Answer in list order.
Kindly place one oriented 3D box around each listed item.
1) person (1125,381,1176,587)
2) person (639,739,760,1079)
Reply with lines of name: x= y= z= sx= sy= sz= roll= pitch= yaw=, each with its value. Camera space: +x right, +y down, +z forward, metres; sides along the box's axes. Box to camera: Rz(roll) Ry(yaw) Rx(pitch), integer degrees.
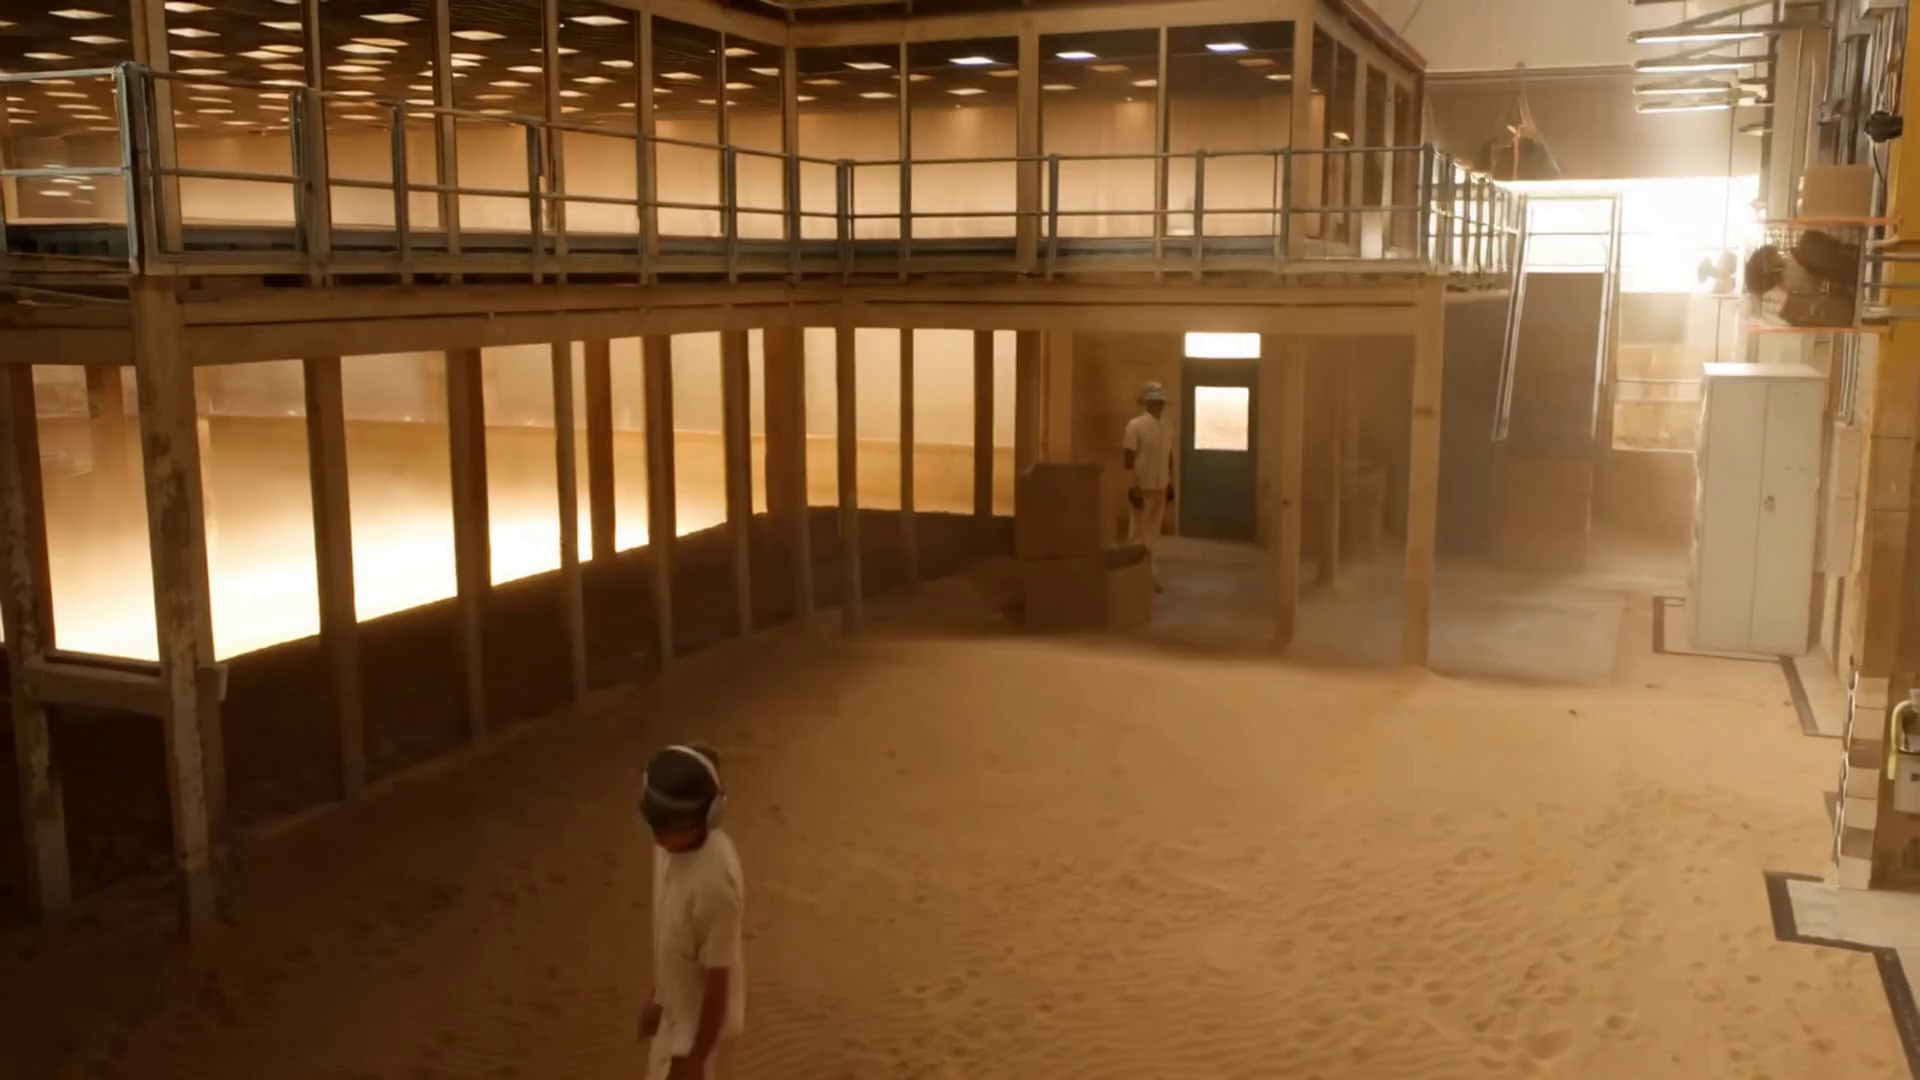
person: x=1.857 y=-0.549 z=16.173 sx=0.608 sy=1.996 sz=0.379 roll=-8 pitch=12 yaw=-40
person: x=-0.793 y=1.409 z=4.666 sx=0.799 sy=1.812 sz=0.597 roll=-9 pitch=13 yaw=-43
